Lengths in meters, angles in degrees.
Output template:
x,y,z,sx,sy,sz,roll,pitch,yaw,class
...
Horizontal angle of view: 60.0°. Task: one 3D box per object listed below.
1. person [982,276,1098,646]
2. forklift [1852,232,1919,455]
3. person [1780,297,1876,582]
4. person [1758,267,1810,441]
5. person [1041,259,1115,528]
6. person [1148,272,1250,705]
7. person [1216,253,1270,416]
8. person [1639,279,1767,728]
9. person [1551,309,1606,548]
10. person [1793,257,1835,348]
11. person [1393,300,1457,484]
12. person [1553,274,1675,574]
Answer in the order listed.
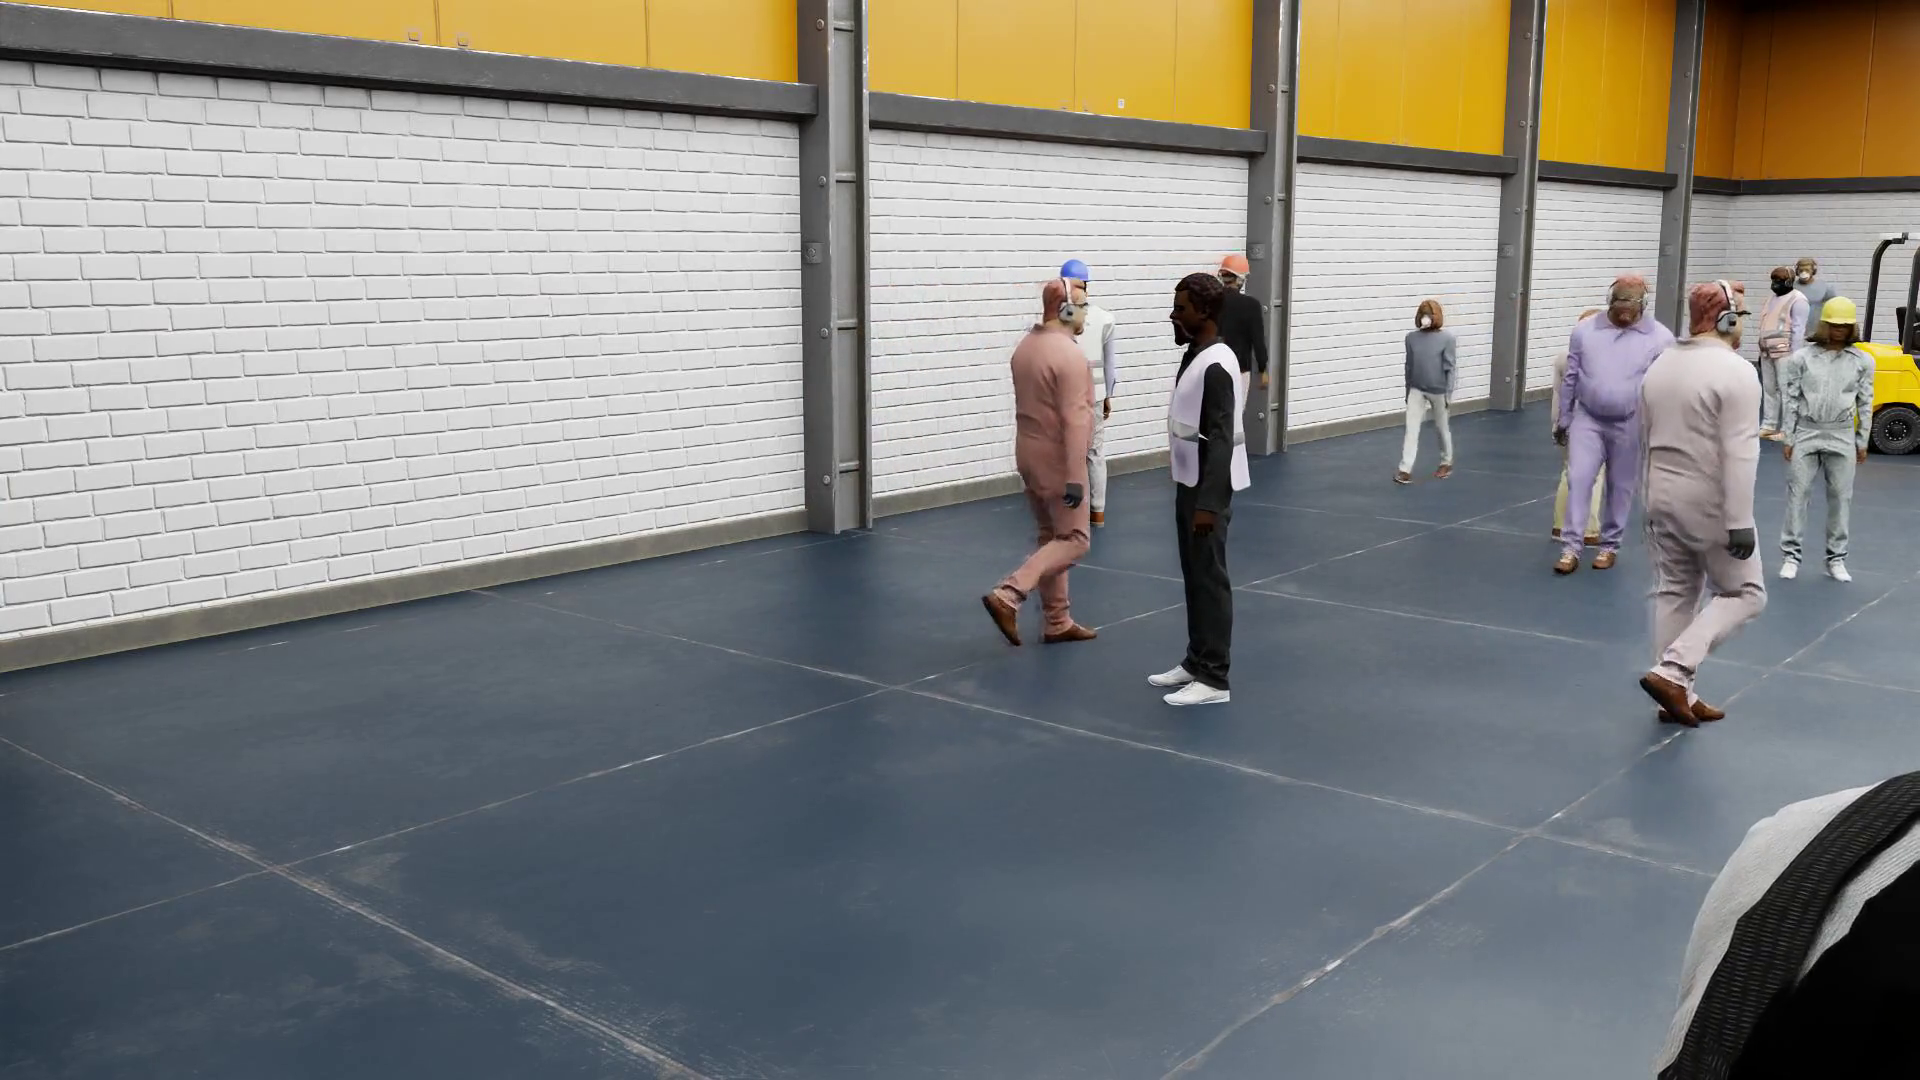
x,y,z,sx,sy,sz,roll,pitch,yaw,class
0.419,-0.372,8.351,0.634,1.888,0.653,-4,11,-23,person
9.955,-1.972,16.595,2.313,2.155,1.214,1,10,8,forklift
5.281,-0.606,10.135,0.486,1.737,0.319,4,11,21,person
8.671,-1.967,17.610,0.431,1.835,0.625,-2,10,-10,person
0.834,-1.039,11.995,0.615,1.942,0.399,-5,11,-27,person
1.085,-0.225,7.436,0.390,1.919,0.591,-1,10,-4,person
2.374,-1.487,14.459,0.452,1.977,0.622,-10,14,-44,person
3.116,-0.134,6.966,0.427,1.895,0.666,-2,10,-12,person
4.280,-0.758,11.325,0.363,1.622,0.506,-5,11,-27,person
10.019,-2.401,19.816,0.666,1.912,0.748,6,11,30,person
4.079,-1.287,14.437,0.512,1.585,0.906,9,13,40,person
4.004,-0.696,10.285,0.696,1.858,0.857,6,11,29,person
